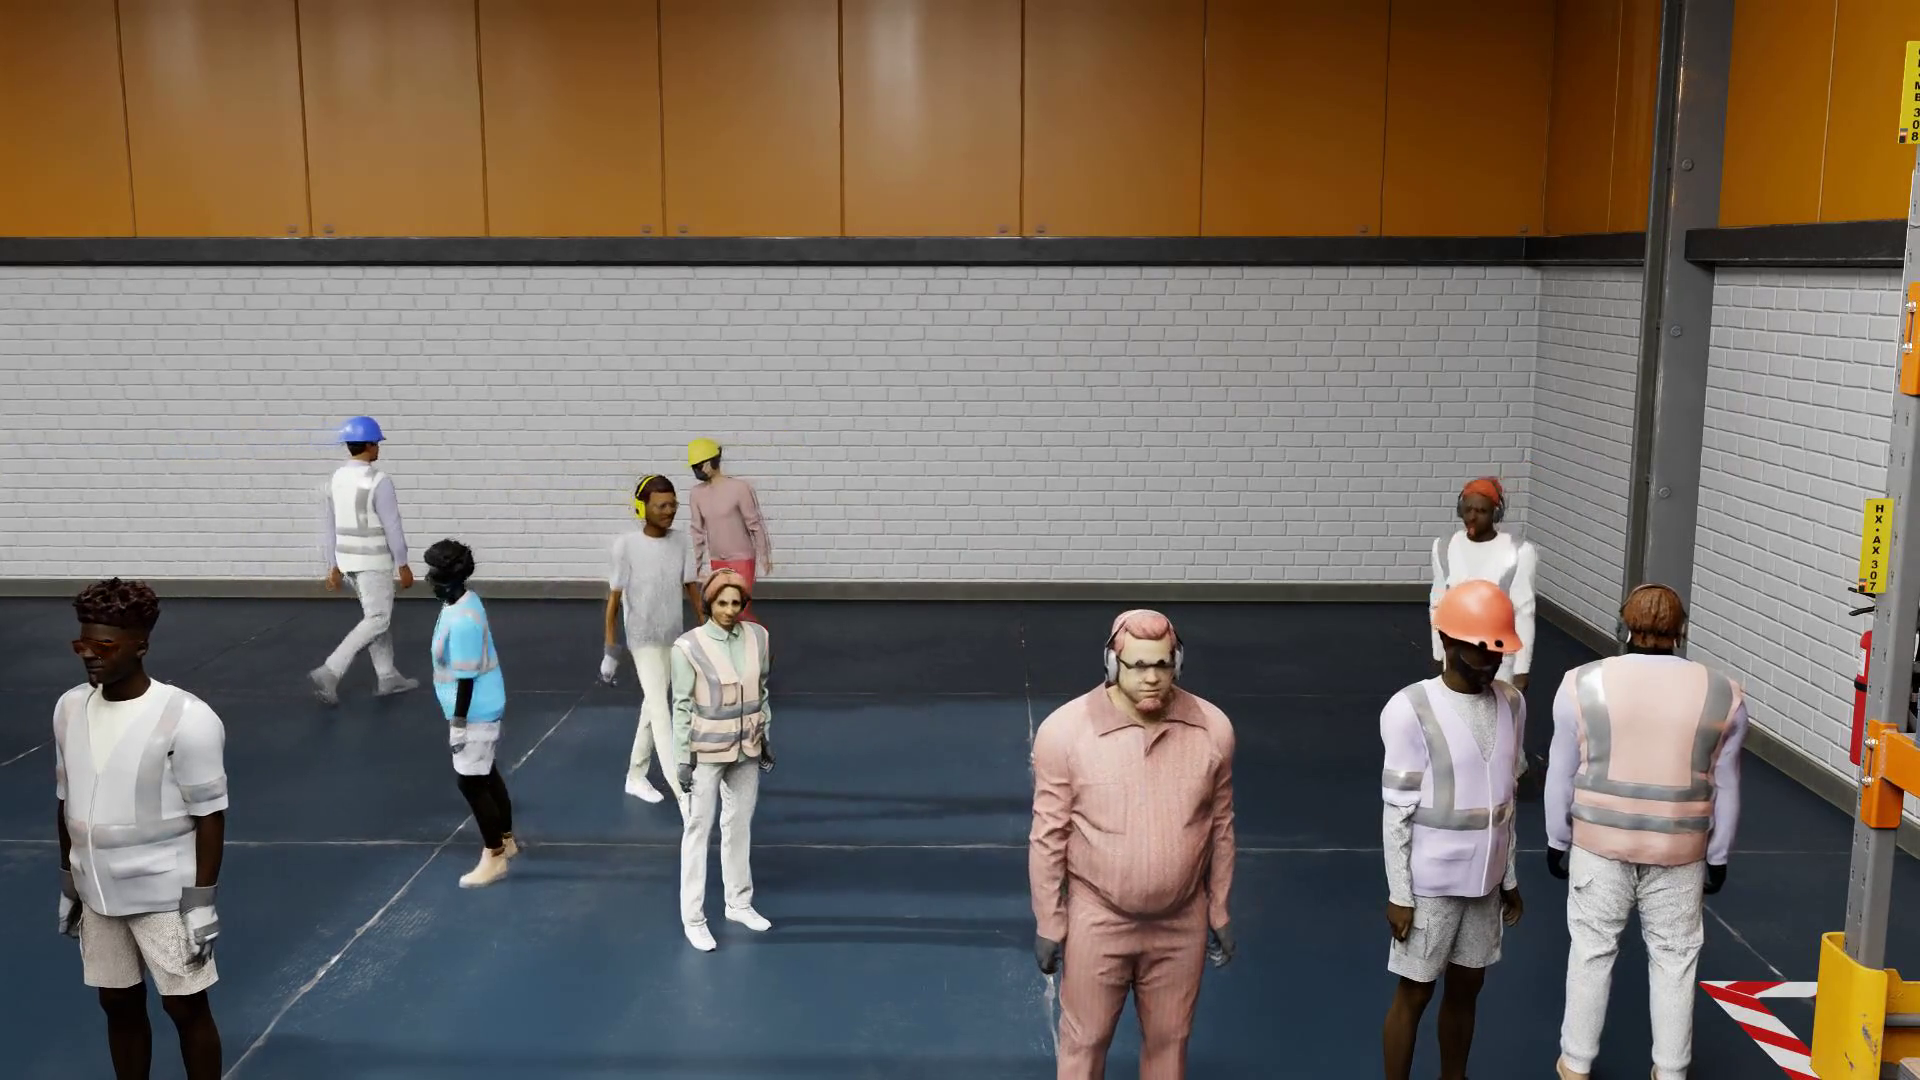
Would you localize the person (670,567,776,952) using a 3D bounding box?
[{"bbox_3d":[-1.014,0.923,7.147,0.314,1.638,0.521,9,13,43],"label":"person"}]

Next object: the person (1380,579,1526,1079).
[{"bbox_3d":[1.599,1.076,5.345,0.544,1.936,0.359,-5,11,-27],"label":"person"}]

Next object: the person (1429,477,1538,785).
[{"bbox_3d":[2.730,0.570,8.641,0.583,1.856,0.824,7,12,36],"label":"person"}]

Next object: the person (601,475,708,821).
[{"bbox_3d":[-1.543,0.569,8.737,0.552,1.818,0.997,-9,13,-44],"label":"person"}]

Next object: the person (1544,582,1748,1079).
[{"bbox_3d":[2.356,1.055,5.787,0.628,1.836,0.429,3,10,16],"label":"person"}]

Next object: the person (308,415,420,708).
[{"bbox_3d":[-3.974,0.145,10.966,0.600,1.926,0.831,7,12,36],"label":"person"}]

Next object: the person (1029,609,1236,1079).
[{"bbox_3d":[0.534,1.142,5.040,0.651,1.904,0.403,-2,10,-10],"label":"person"}]

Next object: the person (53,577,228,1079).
[{"bbox_3d":[-2.572,1.083,5.206,0.607,1.966,0.367,3,10,15],"label":"person"}]

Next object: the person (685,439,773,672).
[{"bbox_3d":[-1.619,0.150,11.520,0.556,1.718,0.522,6,11,31],"label":"person"}]

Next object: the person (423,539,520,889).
[{"bbox_3d":[-2.291,0.789,7.861,0.386,1.662,0.676,-2,10,-14],"label":"person"}]
